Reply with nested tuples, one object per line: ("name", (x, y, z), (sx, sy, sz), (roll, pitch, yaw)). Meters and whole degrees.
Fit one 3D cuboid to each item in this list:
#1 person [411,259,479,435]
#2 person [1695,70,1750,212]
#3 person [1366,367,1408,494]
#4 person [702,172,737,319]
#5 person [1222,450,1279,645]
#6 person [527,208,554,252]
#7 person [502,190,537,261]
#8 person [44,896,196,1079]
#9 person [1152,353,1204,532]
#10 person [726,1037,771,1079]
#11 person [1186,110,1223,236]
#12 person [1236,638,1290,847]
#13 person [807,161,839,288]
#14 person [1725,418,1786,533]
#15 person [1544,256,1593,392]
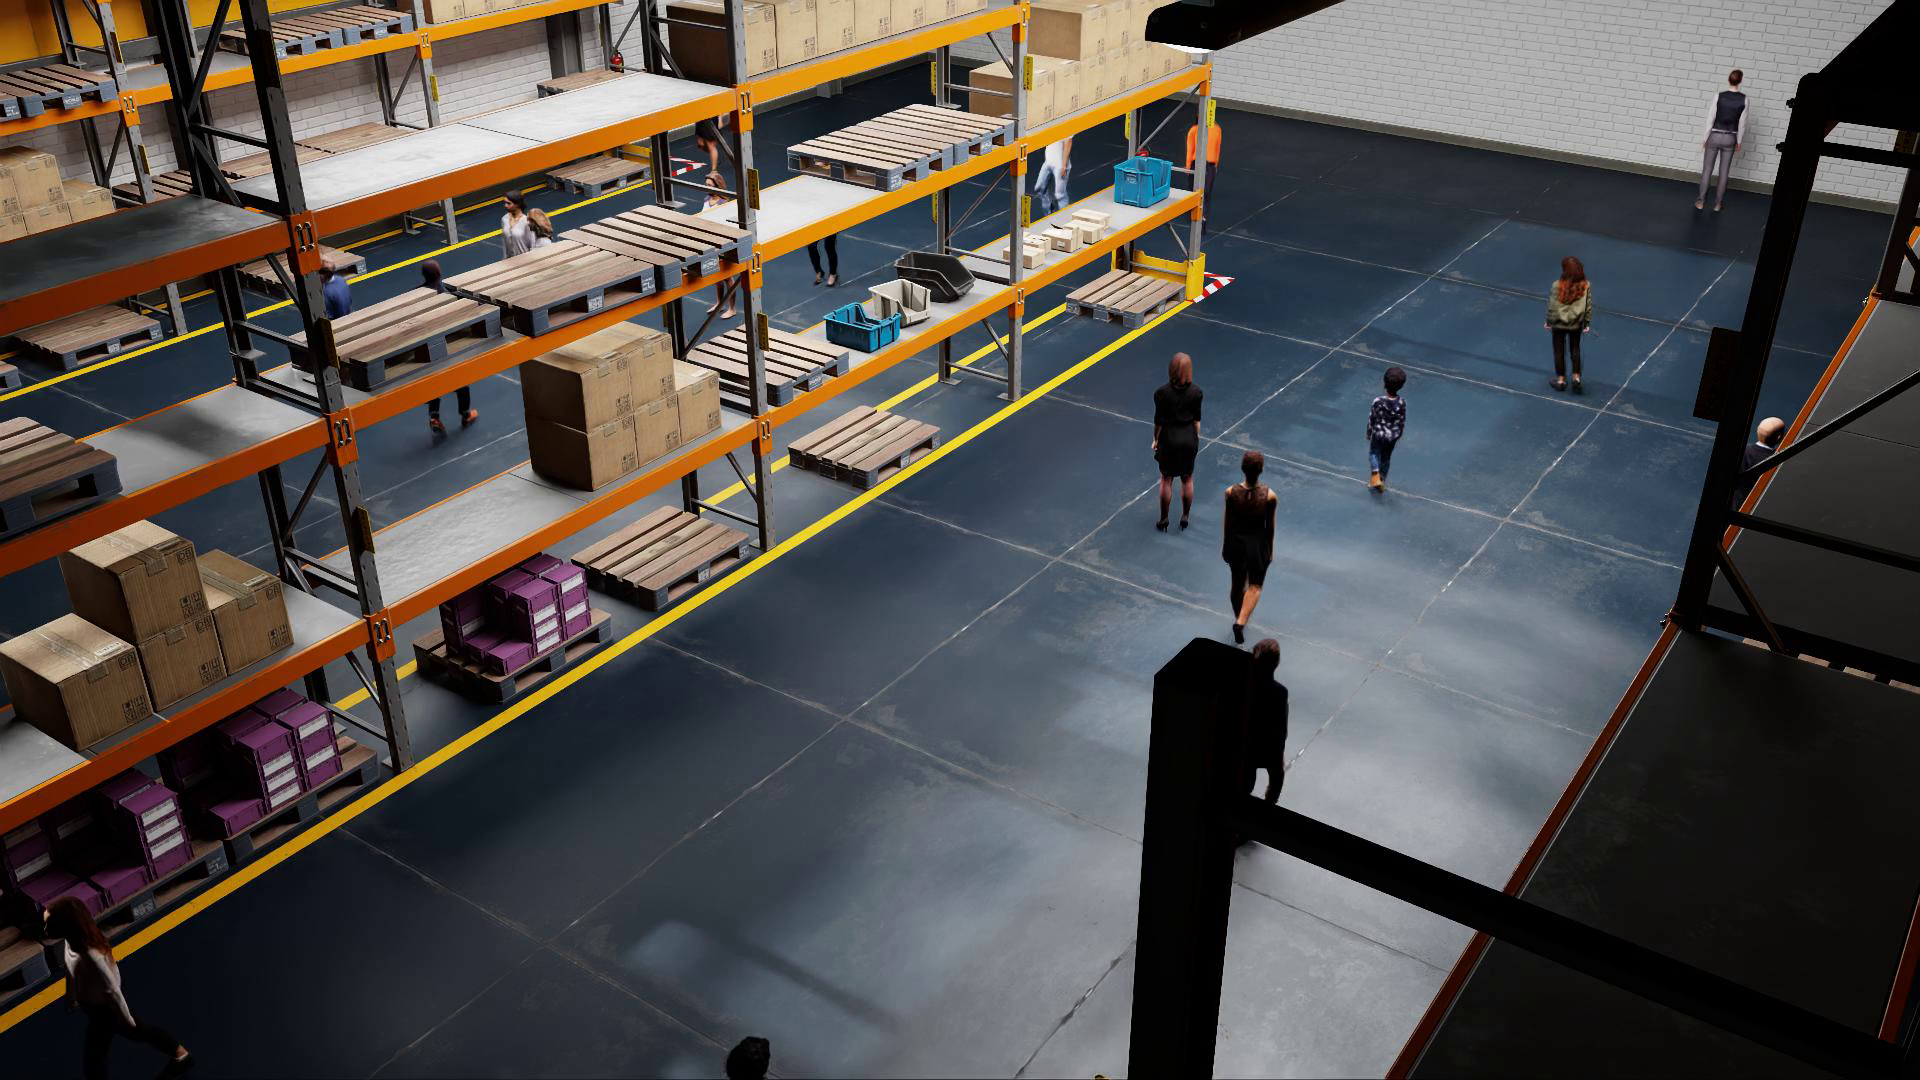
("person", (-5.193, -1.902, 16.593), (0.972, 1.806, 1.114), (4, 29, 7))
("person", (10.647, -5.594, 23.224), (0.702, 1.938, 0.617), (12, 31, 21))
("person", (3.981, -1.004, 15.535), (0.608, 1.243, 0.659), (0, 29, 0))
("person", (-2.826, -3.477, 19.557), (0.629, 1.733, 0.592), (25, 38, 38))
("person", (2.249, 0.086, 13.098), (0.698, 1.663, 0.915), (10, 30, 18))
("person", (-4.439, -2.754, 18.185), (0.932, 1.778, 0.859), (-9, 30, -16))
("person", (-4.944, -3.101, 18.827), (0.627, 1.773, 0.590), (11, 31, 20))
("person", (-4.532, 2.470, 8.957), (1.043, 1.444, 0.714), (-24, 36, -36))
("person", (1.933, -0.862, 14.791), (0.655, 1.706, 0.696), (-3, 29, -5))
("person", (-1.030, 2.980, 8.217), (0.545, 1.257, 0.565), (8, 30, 14))
("person", (3.242, -5.033, 22.417), (1.020, 1.725, 1.115), (-3, 29, -6))
("person", (1.924, 1.356, 10.892), (0.570, 1.546, 0.663), (20, 35, 33))
("person", (-1.580, -3.899, 20.376), (0.662, 1.690, 0.646), (-24, 37, -37))
("person", (6.351, -0.158, 13.402), (0.706, 1.800, 0.756), (-19, 34, -31))
("person", (6.469, -2.284, 17.658), (0.698, 1.457, 0.667), (10, 30, 17))
